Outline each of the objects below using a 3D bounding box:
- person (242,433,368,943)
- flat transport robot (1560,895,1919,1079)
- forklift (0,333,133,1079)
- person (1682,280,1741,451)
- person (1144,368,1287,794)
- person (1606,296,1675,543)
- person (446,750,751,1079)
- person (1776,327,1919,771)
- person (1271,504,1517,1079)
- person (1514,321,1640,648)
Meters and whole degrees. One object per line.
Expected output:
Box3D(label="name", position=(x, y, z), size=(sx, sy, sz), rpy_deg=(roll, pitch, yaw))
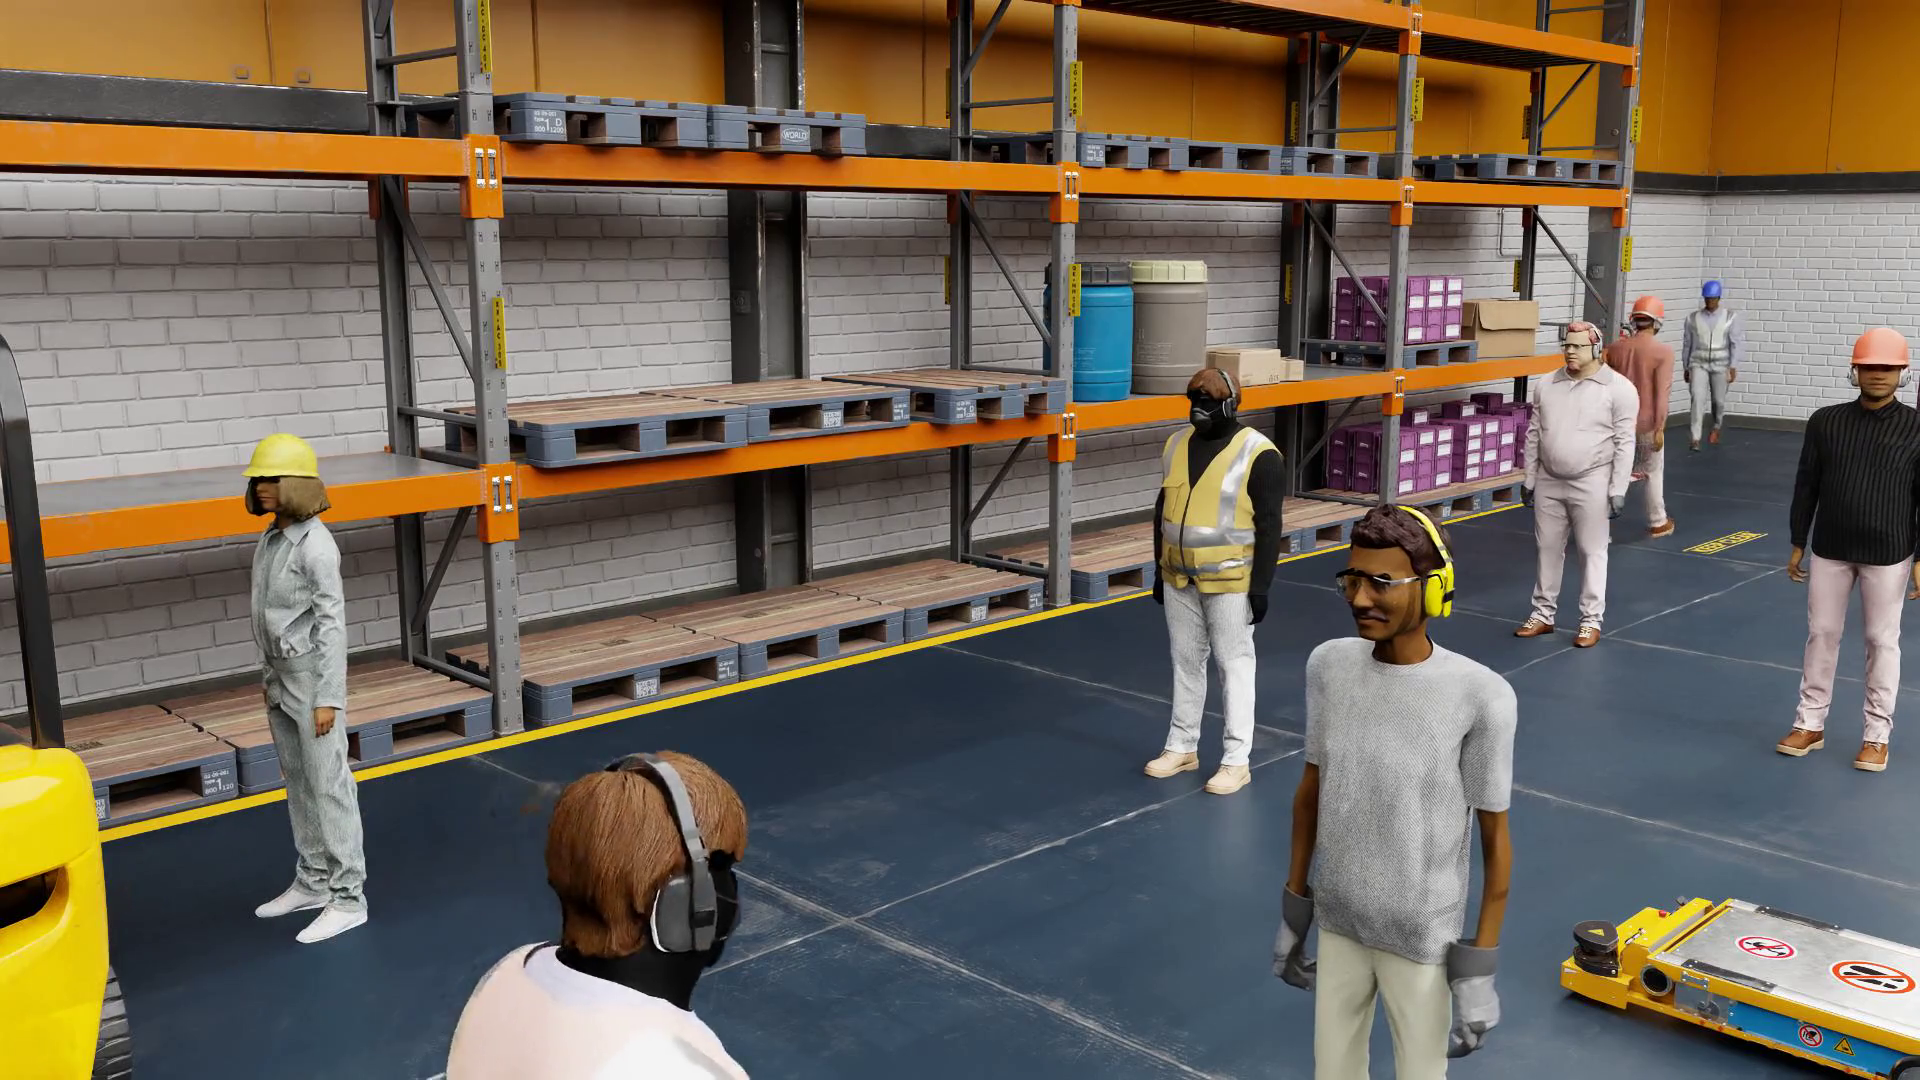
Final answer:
Box3D(label="person", position=(-2.274, 0.501, 5.719), size=(0.493, 1.746, 0.283), rpy_deg=(10, 15, 44))
Box3D(label="flat transport robot", position=(2.633, 1.374, 4.980), size=(0.652, 0.197, 1.431), rpy_deg=(-10, 15, -44))
Box3D(label="forklift", position=(-3.289, 0.485, 4.582), size=(1.214, 2.155, 2.313), rpy_deg=(-10, 14, -44))
Box3D(label="person", position=(8.498, -1.989, 18.845), size=(0.600, 1.917, 0.868), rpy_deg=(5, 11, 25))
Box3D(label="person", position=(1.085, 0.172, 7.248), size=(0.633, 1.843, 0.429), rpy_deg=(10, 15, 44))
Box3D(label="person", position=(5.285, -0.939, 13.062), size=(1.080, 1.940, 0.625), rpy_deg=(-8, 13, -36))
Box3D(label="person", position=(-0.316, 1.138, 2.118), size=(0.967, 1.788, 0.632), rpy_deg=(-7, 13, -35))
Box3D(label="person", position=(4.084, 0.039, 7.549), size=(0.622, 1.997, 0.371), rpy_deg=(10, 15, 44))
Box3D(label="person", position=(0.889, 0.844, 3.511), size=(0.533, 1.871, 0.320), rpy_deg=(10, 15, 44))
Box3D(label="person", position=(3.608, -0.328, 9.800), size=(0.651, 1.907, 0.409), rpy_deg=(10, 15, 44))
